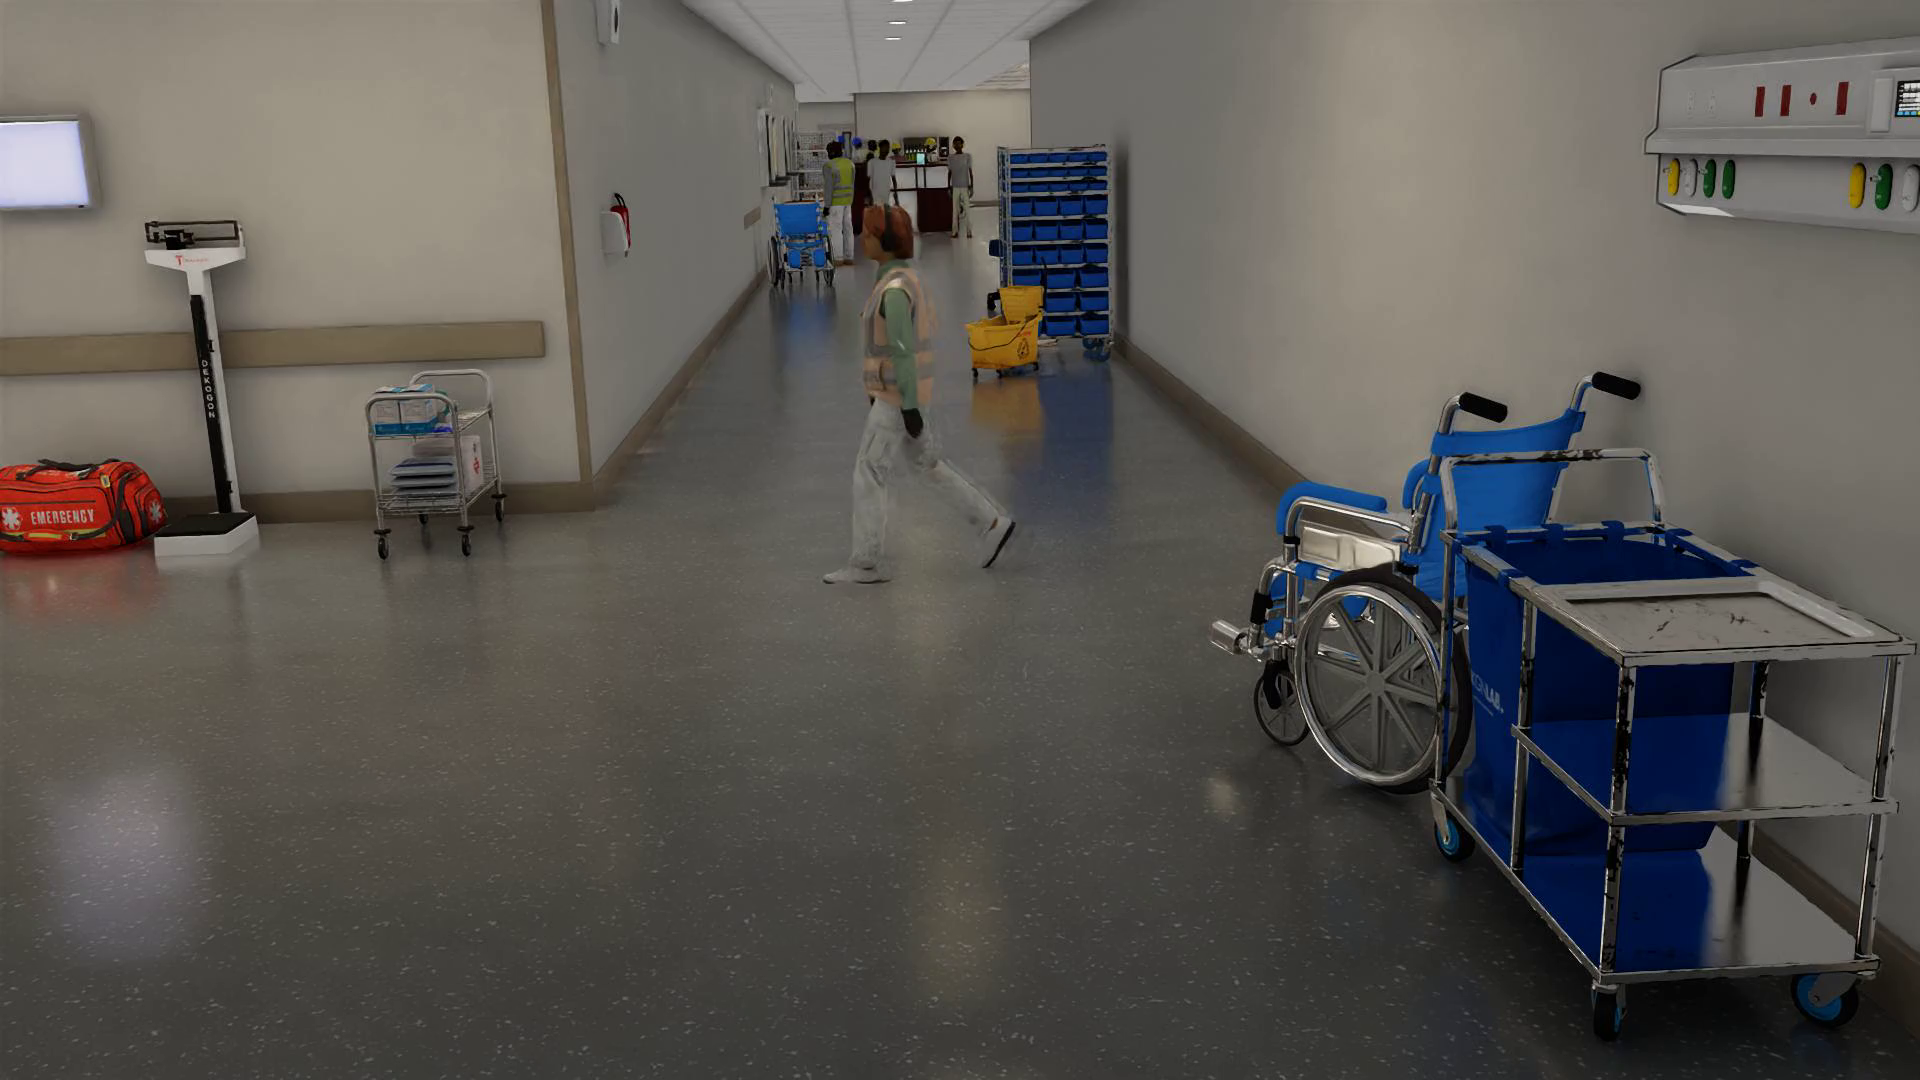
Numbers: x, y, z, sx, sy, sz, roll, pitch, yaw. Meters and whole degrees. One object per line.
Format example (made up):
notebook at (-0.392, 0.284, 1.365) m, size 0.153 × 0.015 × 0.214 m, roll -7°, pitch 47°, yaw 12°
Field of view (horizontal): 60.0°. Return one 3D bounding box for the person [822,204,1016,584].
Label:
person at (-0.187, -0.611, 7.017) m, size 0.774 × 1.608 × 0.516 m, roll -1°, pitch 14°, yaw 3°

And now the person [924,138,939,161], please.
person at (-0.670, -8.555, 39.258) m, size 0.404 × 1.832 × 0.596 m, roll -3°, pitch 14°, yaw -7°

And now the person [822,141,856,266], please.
person at (-1.822, -5.000, 24.780) m, size 0.429 × 1.839 × 0.623 m, roll 9°, pitch 17°, yaw 36°

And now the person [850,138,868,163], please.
person at (-2.471, -9.400, 42.820) m, size 0.678 × 1.885 × 0.576 m, roll -7°, pitch 15°, yaw -22°

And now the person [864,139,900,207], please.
person at (-1.287, -5.634, 27.318) m, size 0.519 × 1.838 × 0.553 m, roll -10°, pitch 16°, yaw -30°

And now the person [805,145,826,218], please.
person at (-3.475, -8.686, 40.320) m, size 0.557 × 1.744 × 0.358 m, roll -3°, pitch 14°, yaw -7°

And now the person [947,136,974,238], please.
person at (0.012, -6.515, 30.757) m, size 0.503 × 1.859 × 0.329 m, roll 2°, pitch 14°, yaw 13°

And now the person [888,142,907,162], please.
person at (-1.464, -8.341, 38.613) m, size 0.522 × 1.768 × 0.311 m, roll 2°, pitch 14°, yaw 15°
